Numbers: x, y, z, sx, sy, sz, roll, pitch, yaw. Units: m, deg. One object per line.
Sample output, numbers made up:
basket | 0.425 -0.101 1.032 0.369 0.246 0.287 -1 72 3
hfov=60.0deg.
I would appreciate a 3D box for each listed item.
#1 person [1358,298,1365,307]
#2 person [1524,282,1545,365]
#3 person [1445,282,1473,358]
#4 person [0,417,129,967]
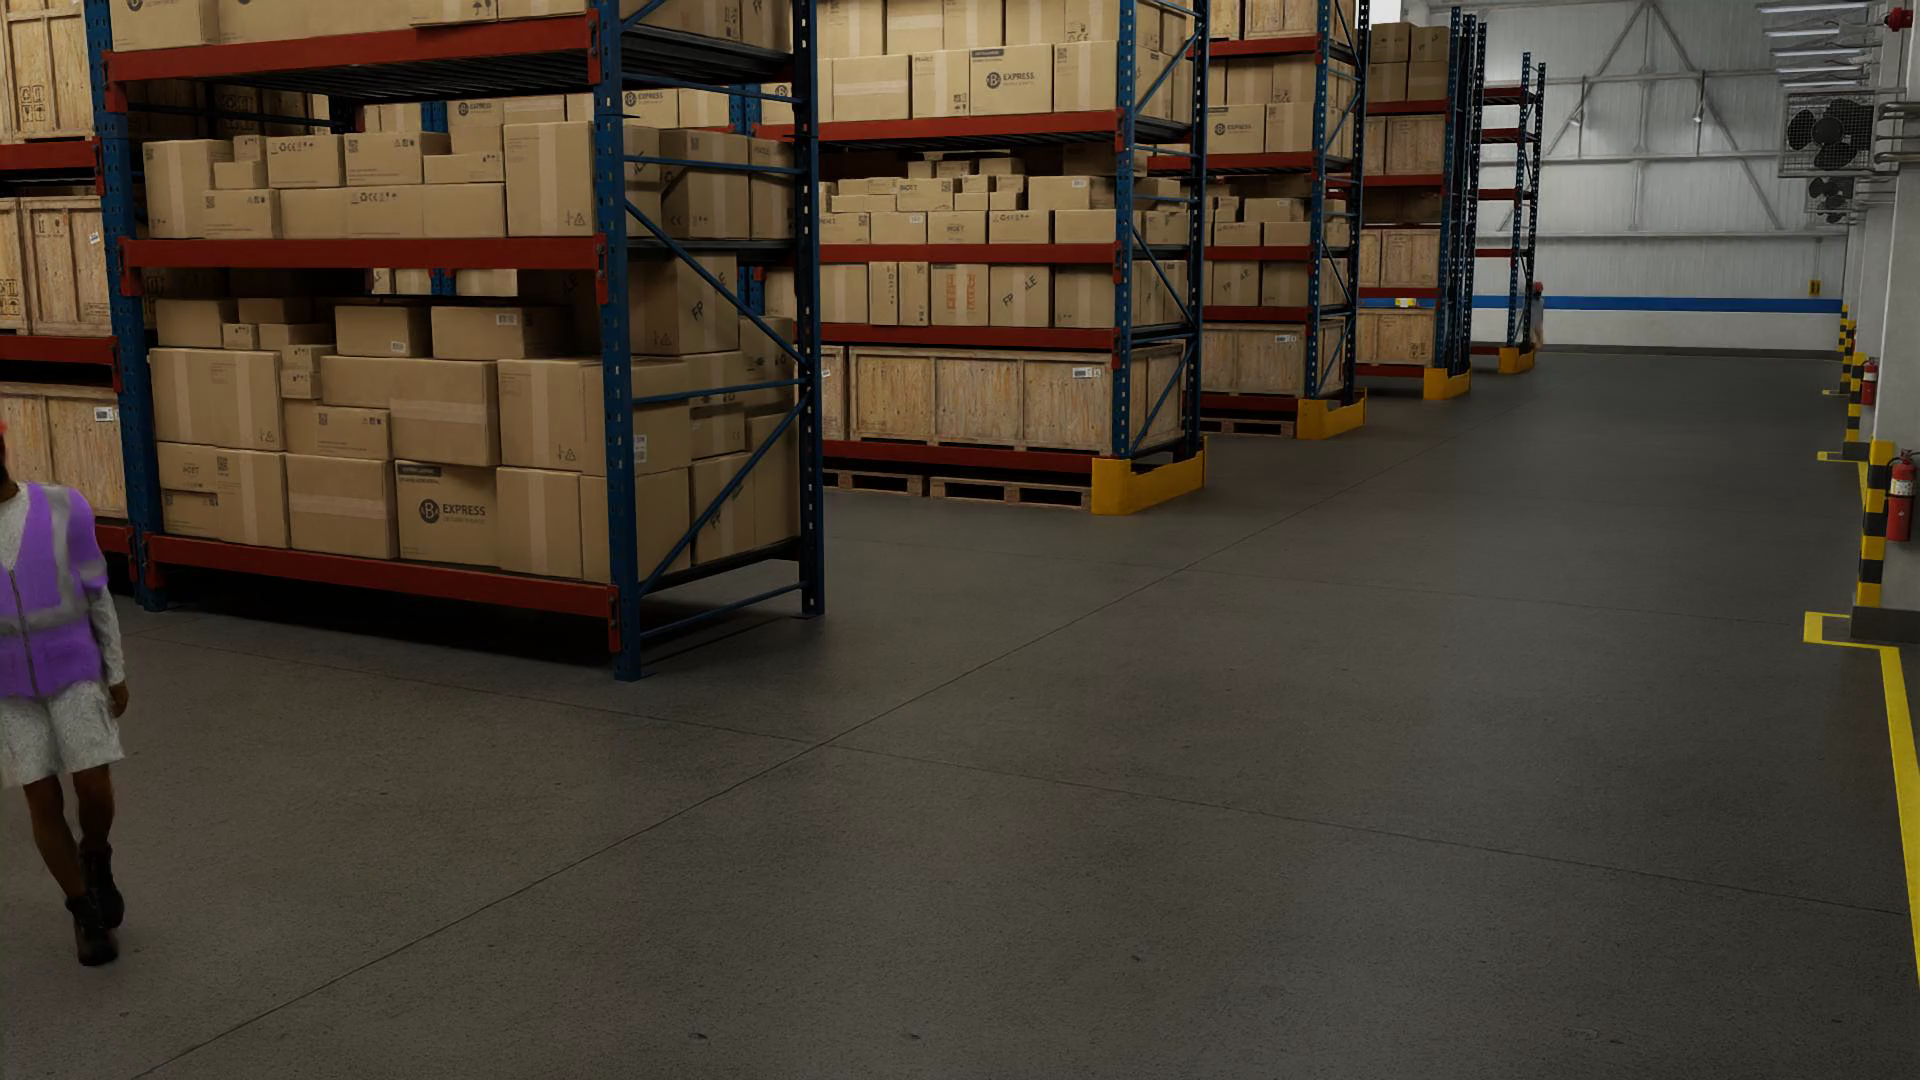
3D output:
person | 8.598 -4.897 36.508 0.857 1.881 0.651 5 11 27
person | 11.976 -4.508 34.664 0.566 1.733 0.377 -5 11 -26
person | 10.967 -4.844 36.704 0.508 1.688 0.913 -4 11 -24
person | -3.021 0.462 5.377 0.590 1.902 0.448 -6 11 -30
